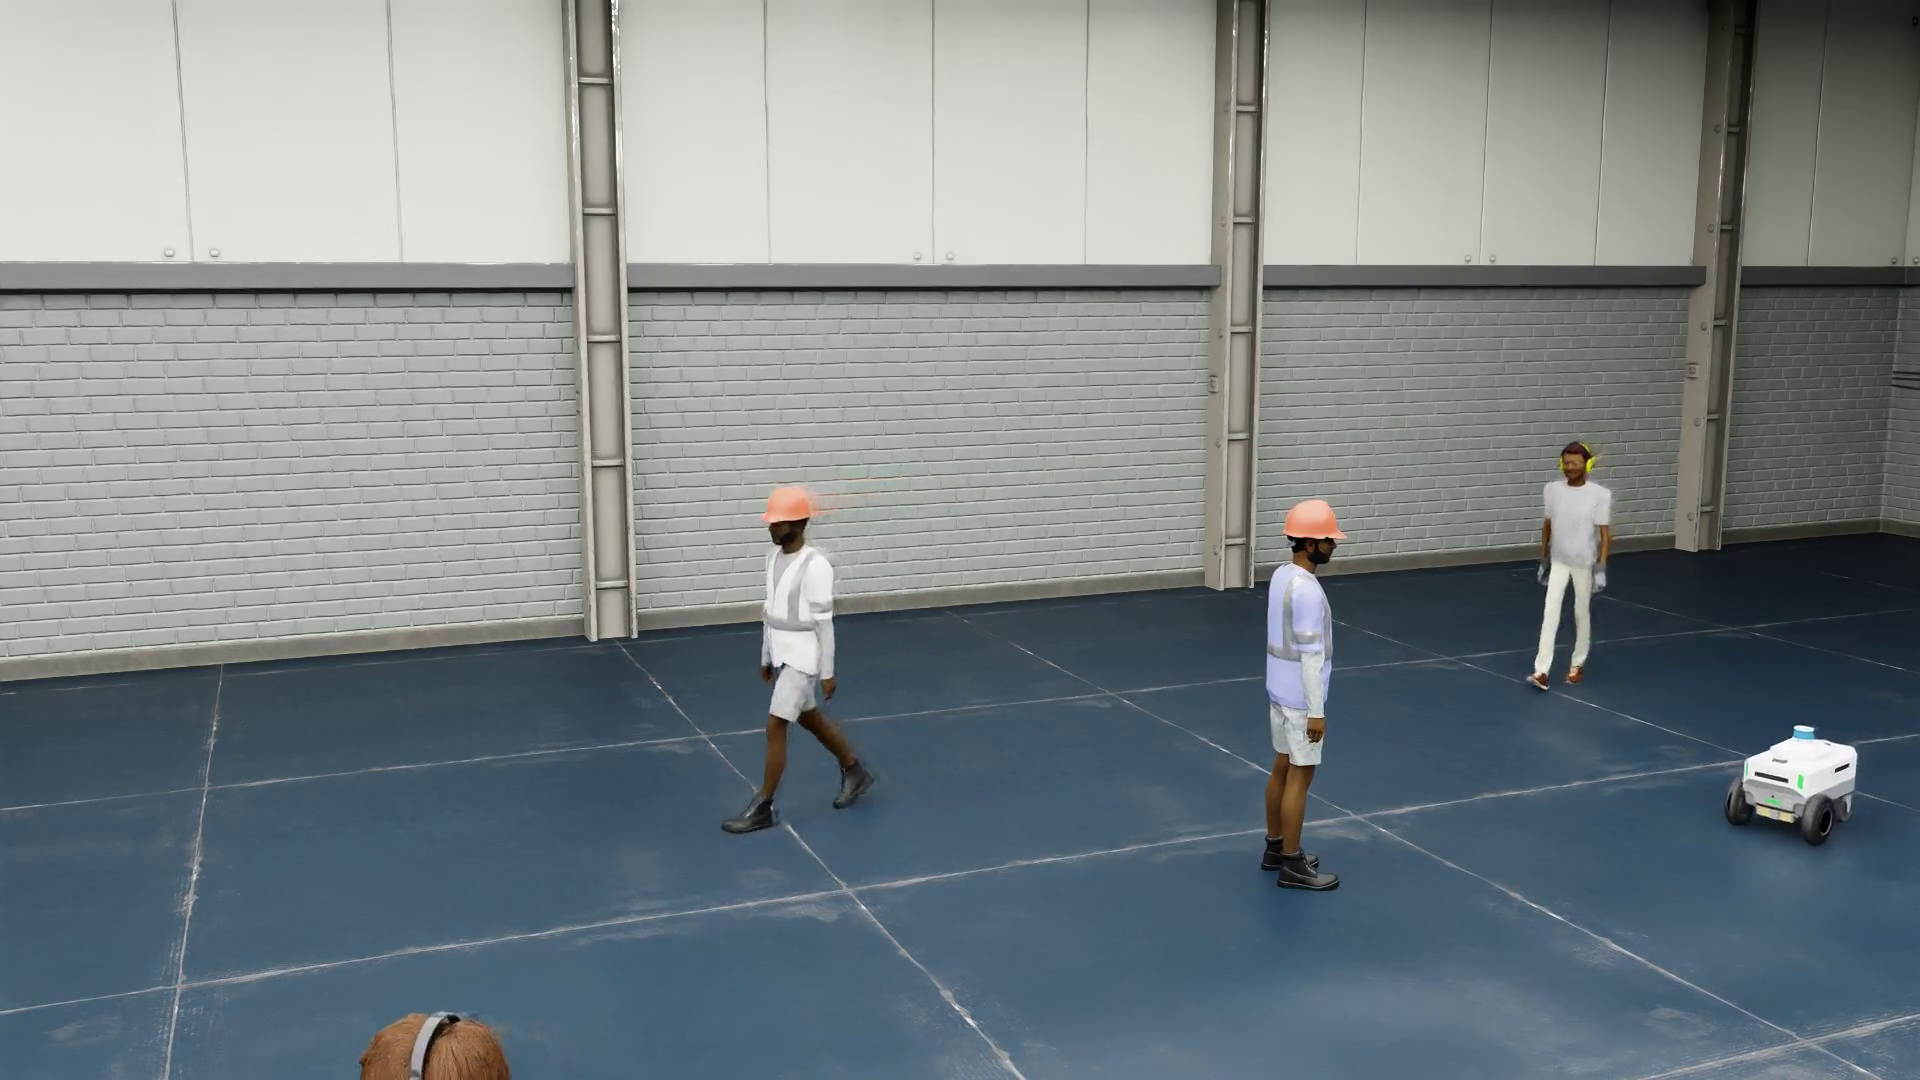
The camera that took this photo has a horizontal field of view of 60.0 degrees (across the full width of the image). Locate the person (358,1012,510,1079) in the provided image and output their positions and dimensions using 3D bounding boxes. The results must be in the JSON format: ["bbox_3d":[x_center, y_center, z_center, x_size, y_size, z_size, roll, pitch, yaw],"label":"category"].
[{"bbox_3d":[-0.780,1.677,2.896,0.792,1.822,0.626,1,9,9],"label":"person"}]

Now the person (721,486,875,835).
[{"bbox_3d":[-0.877,0.629,9.217,0.983,1.898,0.553,-6,11,-34],"label":"person"}]

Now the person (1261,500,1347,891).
[{"bbox_3d":[1.712,0.760,8.266,0.359,1.936,0.552,-1,9,-6],"label":"person"}]

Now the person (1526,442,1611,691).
[{"bbox_3d":[4.433,0.204,12.105,0.555,1.822,0.946,7,11,35],"label":"person"}]

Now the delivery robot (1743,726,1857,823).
[{"bbox_3d":[4.616,1.265,9.131,0.707,0.478,0.477,-7,12,-39],"label":"delivery robot"}]
